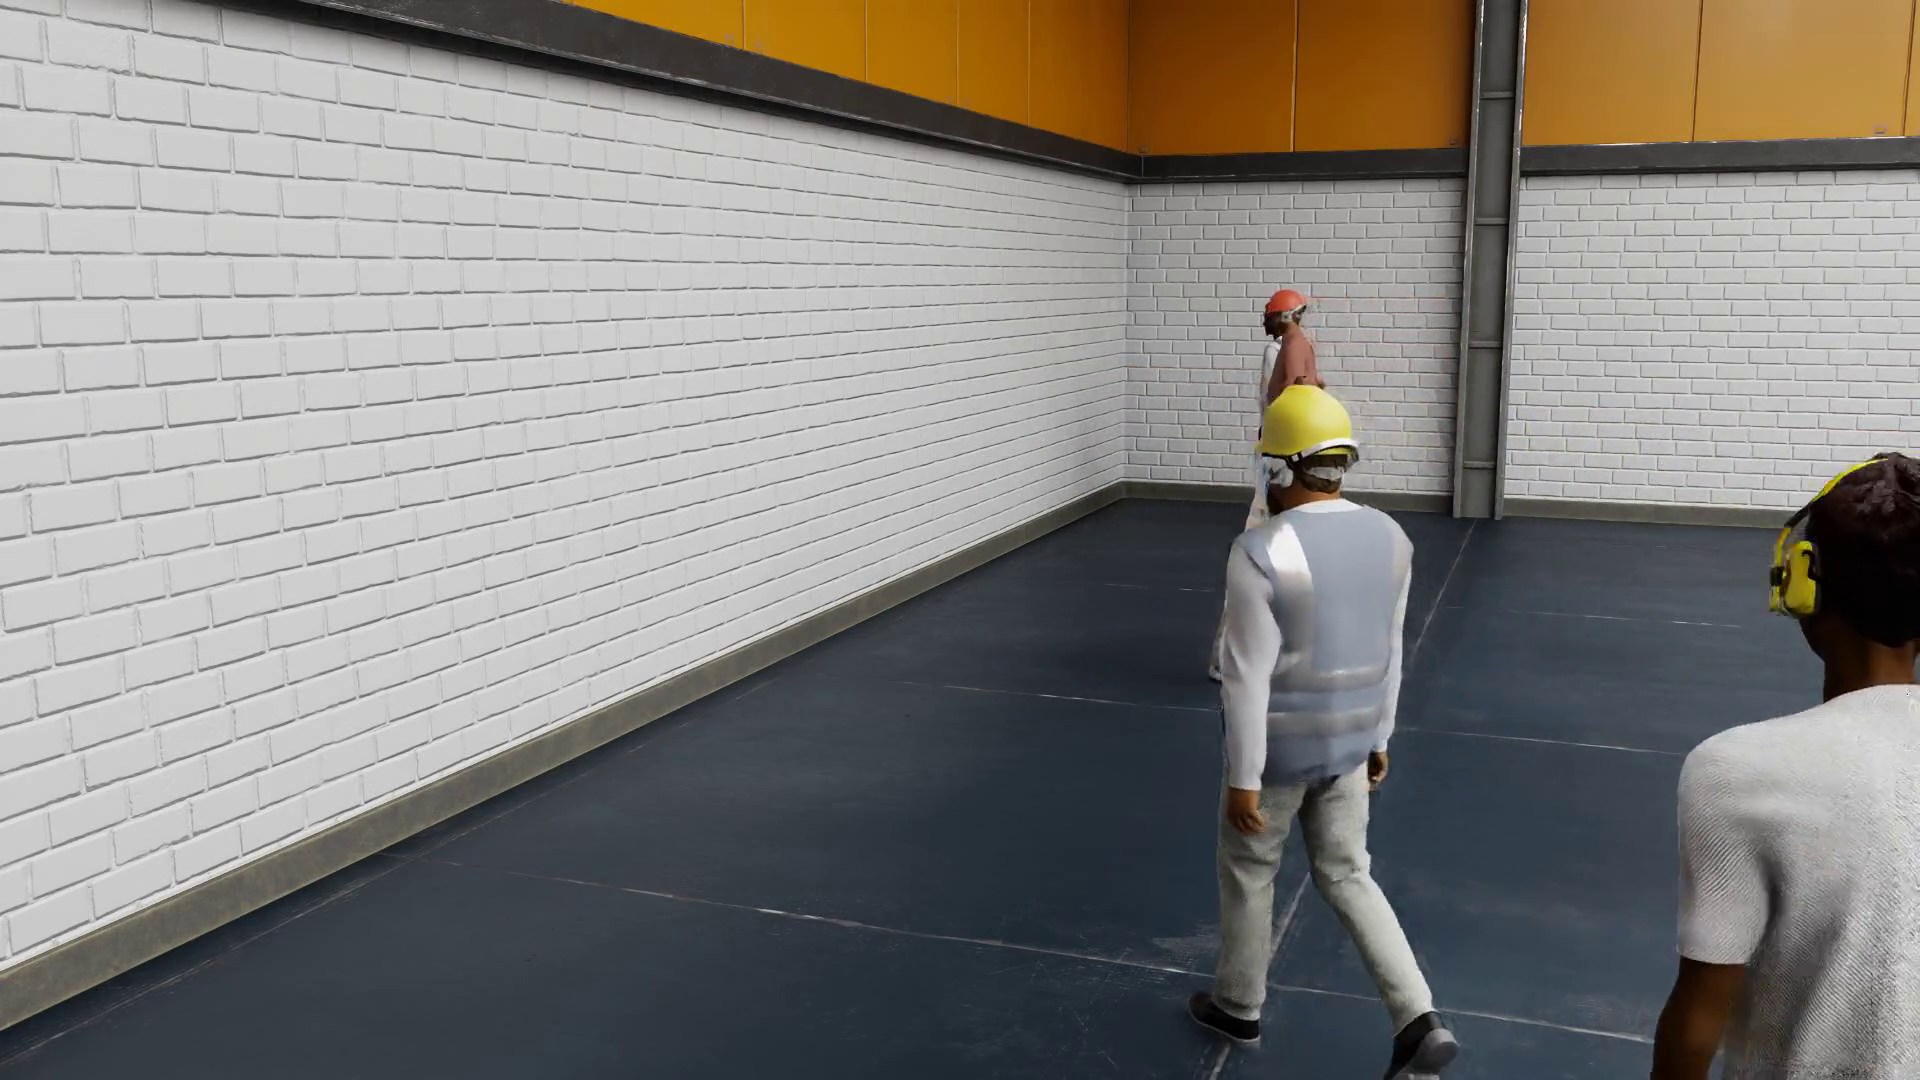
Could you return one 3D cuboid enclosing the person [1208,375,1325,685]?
[{"bbox_3d":[1.620,-0.012,8.139,0.897,1.580,0.528,6,11,34],"label":"person"}]

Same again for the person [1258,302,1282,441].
[{"bbox_3d":[2.545,-0.962,13.229,0.350,1.878,0.568,6,11,32],"label":"person"}]

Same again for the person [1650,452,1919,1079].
[{"bbox_3d":[1.101,0.831,2.043,0.619,1.855,0.472,-1,9,-8],"label":"person"}]

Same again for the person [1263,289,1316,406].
[{"bbox_3d":[2.529,-0.880,12.422,0.640,1.970,0.624,2,9,14],"label":"person"}]

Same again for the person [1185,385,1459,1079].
[{"bbox_3d":[0.920,0.510,4.217,0.598,1.803,0.810,-5,10,-30],"label":"person"}]
